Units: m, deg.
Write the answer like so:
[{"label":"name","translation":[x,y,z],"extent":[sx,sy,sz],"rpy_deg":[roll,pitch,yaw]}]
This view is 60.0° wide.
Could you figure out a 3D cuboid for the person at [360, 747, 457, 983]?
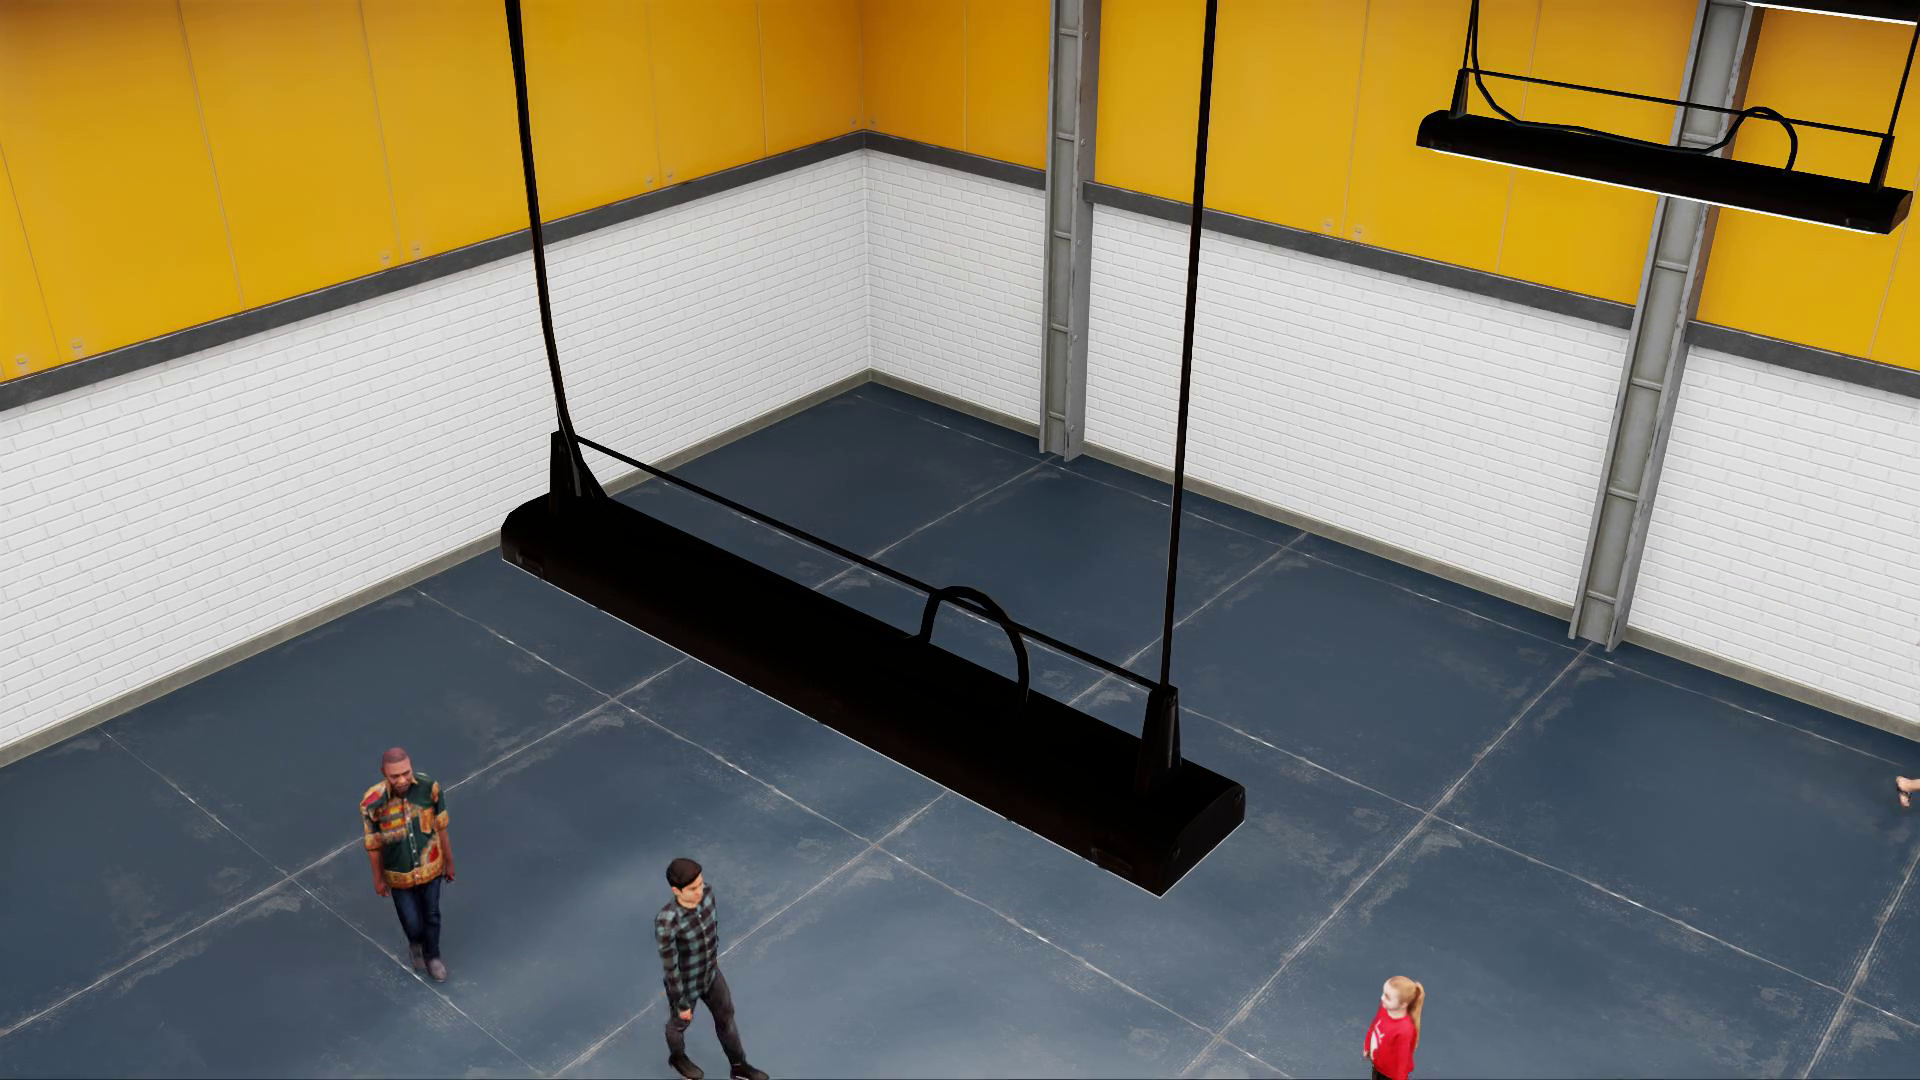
[{"label":"person","translation":[-3.600,2.074,10.867],"extent":[0.772,1.799,0.755],"rpy_deg":[-18,33,-29]}]

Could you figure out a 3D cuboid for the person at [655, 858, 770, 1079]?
[{"label":"person","translation":[-1.648,2.549,9.950],"extent":[0.923,1.692,0.743],"rpy_deg":[18,33,30]}]

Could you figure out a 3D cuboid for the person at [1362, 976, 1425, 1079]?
[{"label":"person","translation":[2.538,3.039,9.644],"extent":[0.675,1.277,0.606],"rpy_deg":[-6,29,-11]}]
